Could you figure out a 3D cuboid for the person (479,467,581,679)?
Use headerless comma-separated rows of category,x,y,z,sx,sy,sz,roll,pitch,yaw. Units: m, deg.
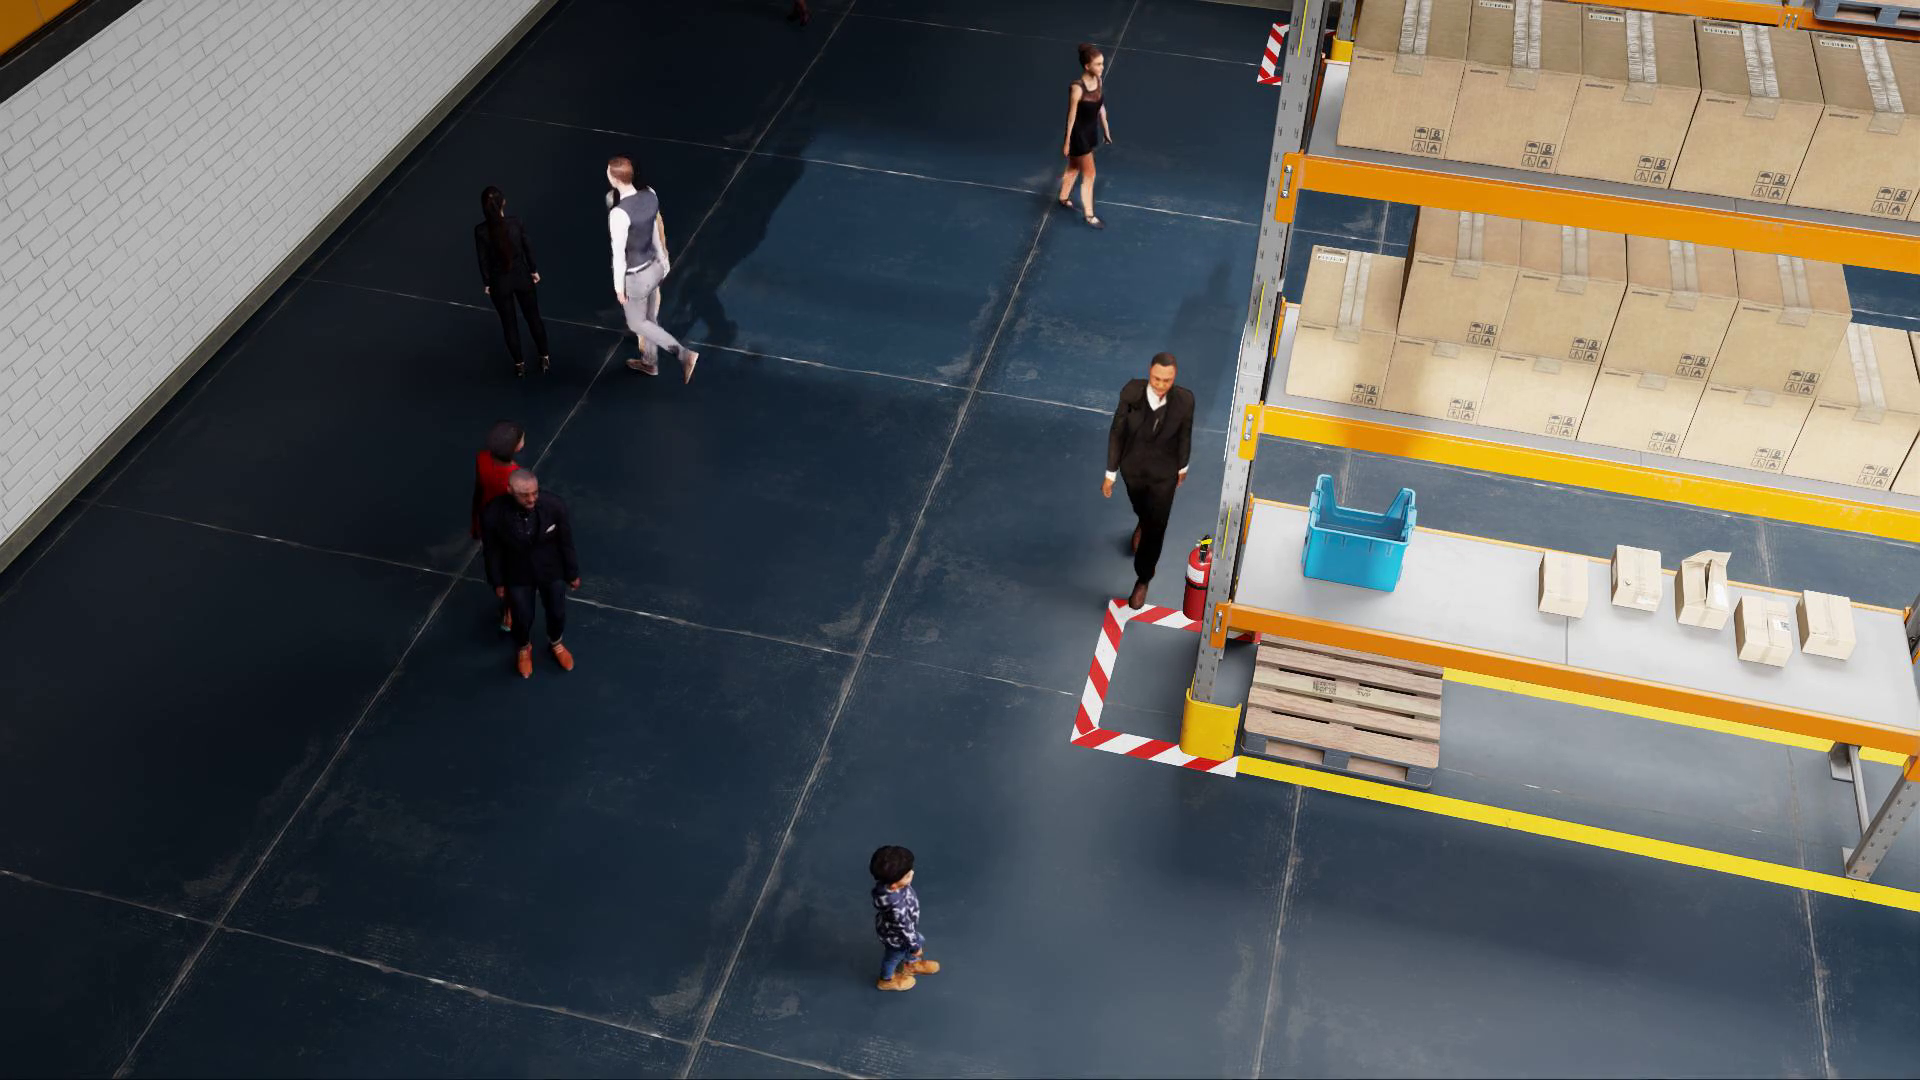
person,-2.734,0.181,10.609,0.805,1.784,0.905,-7,44,-7

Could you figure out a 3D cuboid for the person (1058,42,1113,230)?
person,1.008,-3.606,14.680,0.931,1.652,0.794,29,51,27

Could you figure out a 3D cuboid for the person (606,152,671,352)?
person,-2.518,-2.221,13.146,0.940,1.761,0.899,-6,44,-6

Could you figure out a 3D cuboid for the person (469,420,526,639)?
person,-3.024,-0.017,10.873,0.765,1.707,0.797,20,47,20

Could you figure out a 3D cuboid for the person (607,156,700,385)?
person,-2.386,-2.027,12.830,1.053,1.917,0.837,16,46,16

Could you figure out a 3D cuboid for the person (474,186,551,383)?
person,-3.493,-2.001,12.952,0.612,1.711,0.703,-16,46,-16

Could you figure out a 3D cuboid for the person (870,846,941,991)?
person,-0.386,2.076,9.015,0.657,1.238,0.587,-1,44,-2

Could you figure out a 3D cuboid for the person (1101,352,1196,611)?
person,1.296,-0.560,11.330,1.178,1.863,0.803,14,45,14
